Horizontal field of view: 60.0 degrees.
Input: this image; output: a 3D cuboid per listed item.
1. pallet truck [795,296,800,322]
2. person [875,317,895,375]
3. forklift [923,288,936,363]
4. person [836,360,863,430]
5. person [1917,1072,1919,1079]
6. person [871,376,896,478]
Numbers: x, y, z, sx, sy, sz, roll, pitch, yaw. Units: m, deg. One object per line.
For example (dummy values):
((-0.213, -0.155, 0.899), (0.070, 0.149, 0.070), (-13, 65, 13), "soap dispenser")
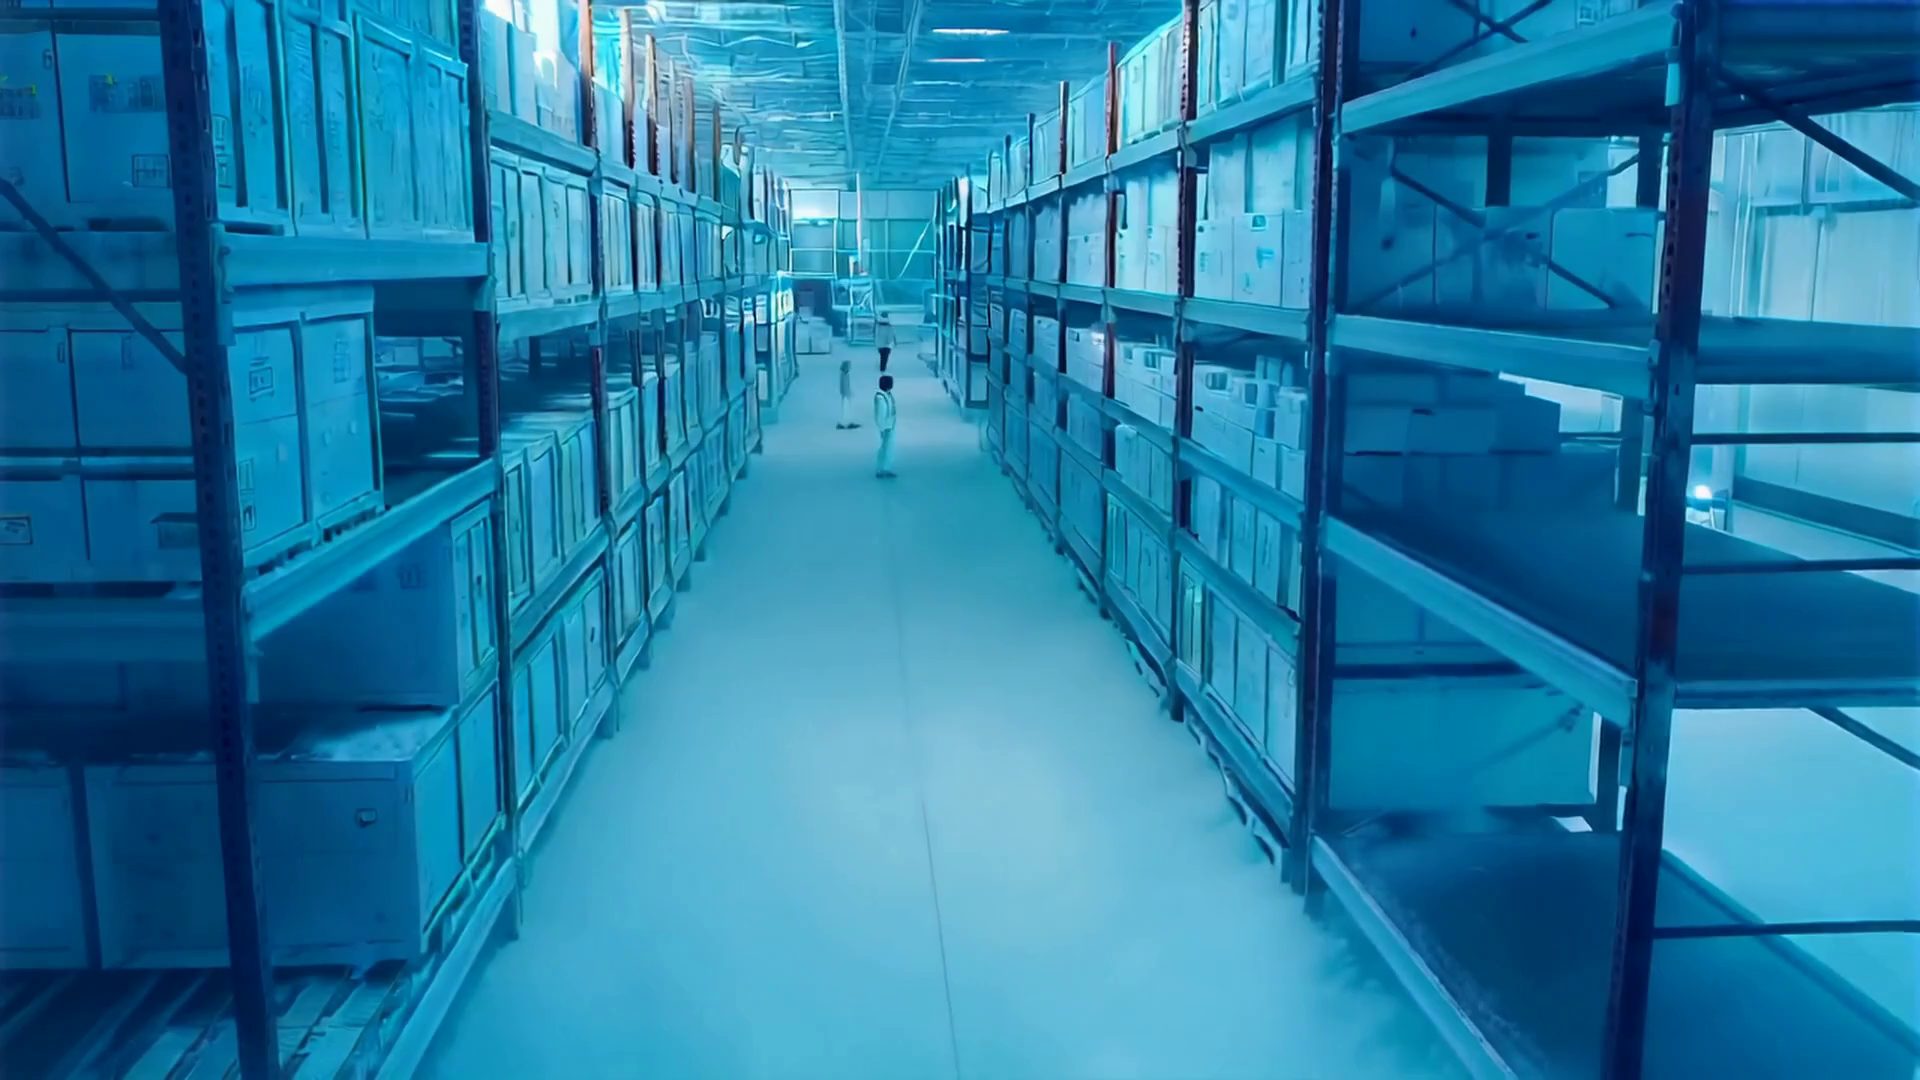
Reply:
((-8.622, -12.439, 91.403), (1.885, 1.965, 0.823), (2, 10, 13), "pallet truck")
((-2.532, -6.602, 56.687), (0.618, 1.942, 0.821), (-5, 11, -29), "person")
((-0.840, -8.204, 63.475), (1.129, 2.768, 1.873), (-1, 10, -3), "forklift")
((-2.511, -3.314, 38.034), (0.729, 1.602, 0.535), (-1, 10, -6), "person")
((3.067, 2.055, 5.041), (0.399, 1.924, 0.583), (-1, 10, -8), "person")
((-1.358, -2.018, 29.699), (0.431, 1.825, 0.645), (1, 10, 5), "person")
